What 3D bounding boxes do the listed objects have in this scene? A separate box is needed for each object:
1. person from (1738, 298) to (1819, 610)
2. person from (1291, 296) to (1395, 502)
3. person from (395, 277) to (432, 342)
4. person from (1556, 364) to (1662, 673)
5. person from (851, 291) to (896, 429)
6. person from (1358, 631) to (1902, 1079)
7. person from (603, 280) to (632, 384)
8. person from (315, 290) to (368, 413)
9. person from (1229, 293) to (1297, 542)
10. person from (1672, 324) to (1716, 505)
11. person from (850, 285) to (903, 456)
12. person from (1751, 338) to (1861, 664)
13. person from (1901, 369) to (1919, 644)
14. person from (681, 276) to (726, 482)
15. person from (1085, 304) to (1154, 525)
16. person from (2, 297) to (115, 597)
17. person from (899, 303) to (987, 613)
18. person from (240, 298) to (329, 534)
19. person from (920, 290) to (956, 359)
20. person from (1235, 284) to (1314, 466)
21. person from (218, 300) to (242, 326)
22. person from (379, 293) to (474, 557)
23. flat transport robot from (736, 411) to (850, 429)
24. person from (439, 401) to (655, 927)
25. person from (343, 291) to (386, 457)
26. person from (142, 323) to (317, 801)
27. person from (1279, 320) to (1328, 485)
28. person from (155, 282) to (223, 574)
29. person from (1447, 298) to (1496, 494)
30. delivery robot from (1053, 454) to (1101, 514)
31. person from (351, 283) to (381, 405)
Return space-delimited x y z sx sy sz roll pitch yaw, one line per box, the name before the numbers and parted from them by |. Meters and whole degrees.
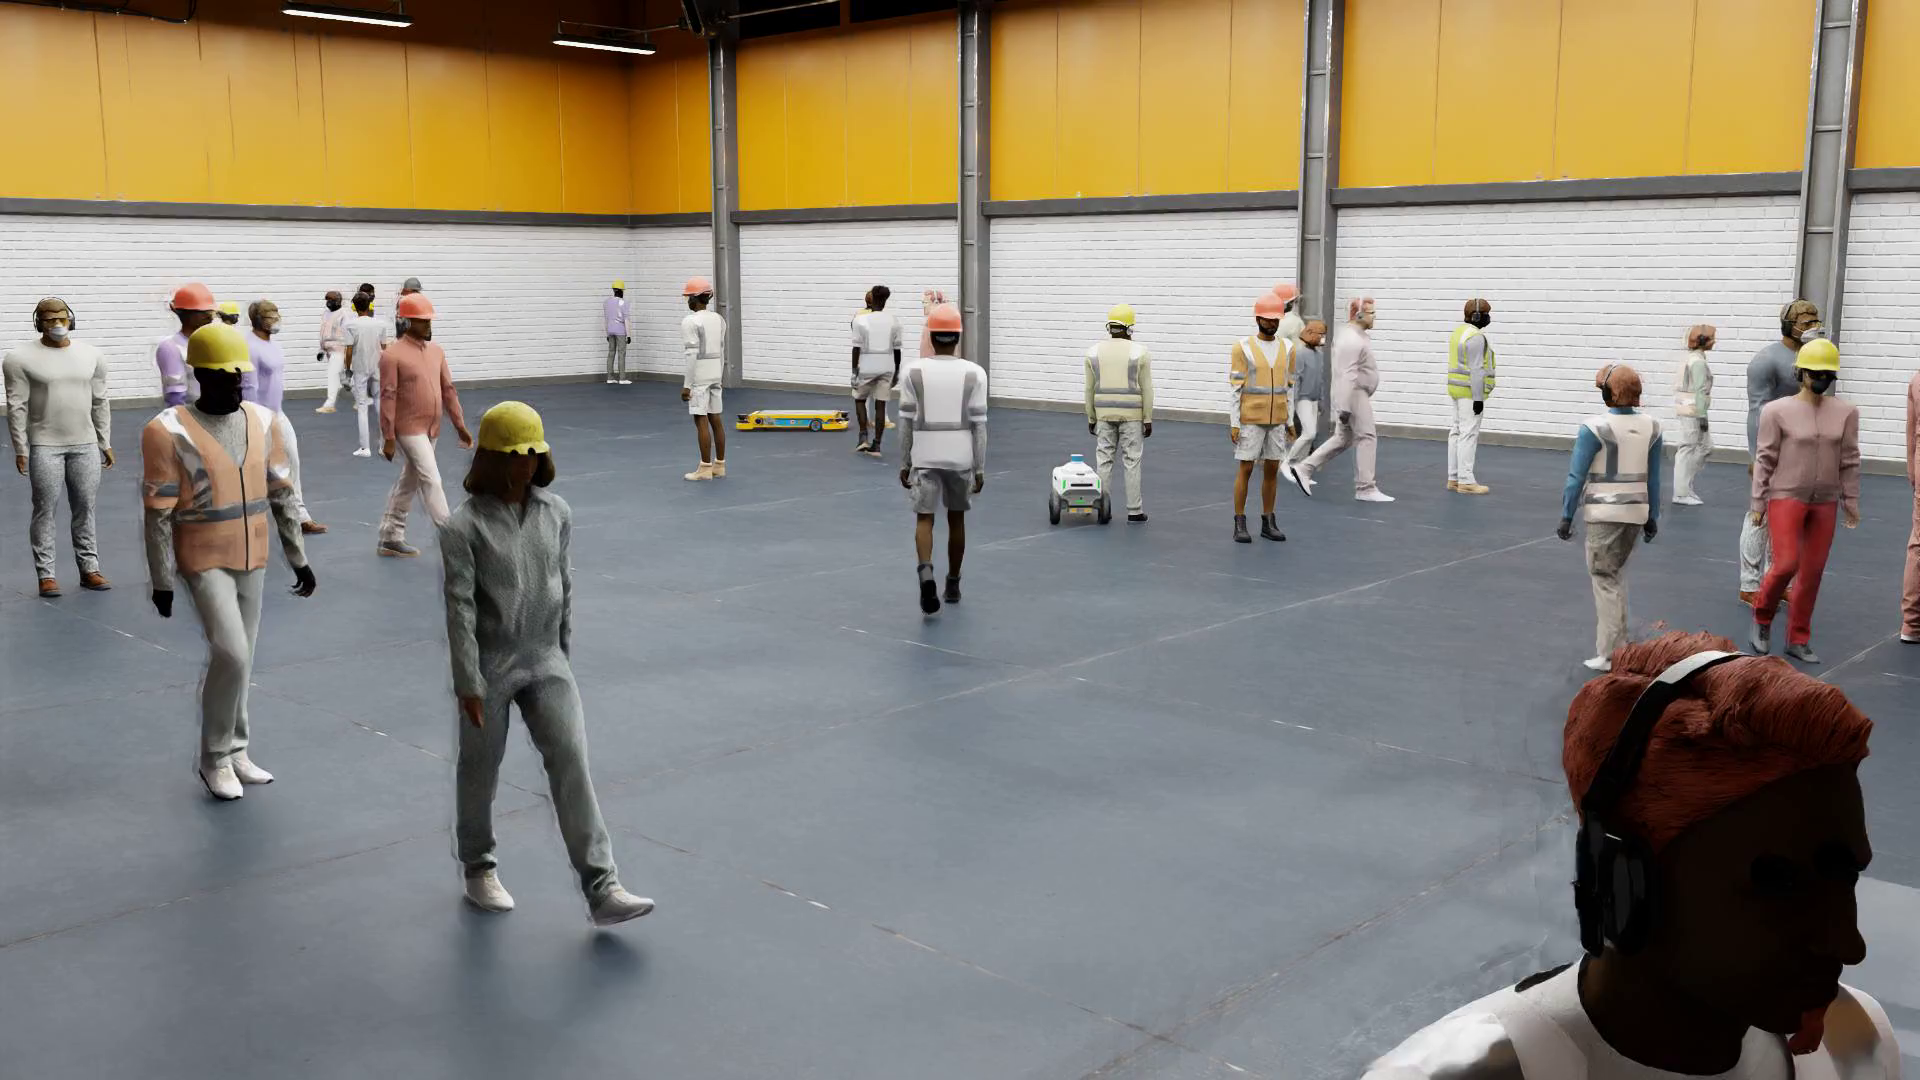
person | 5.142 -0.529 10.368 0.636 1.938 0.355 -5 11 -28
person | 3.518 -1.283 15.203 0.866 1.879 0.655 1 9 8
person | -8.825 -3.241 26.683 0.988 2.000 0.688 -8 12 -41
person | 3.404 -0.111 8.784 0.517 1.623 0.496 -4 10 -22
person | -1.132 -2.396 22.112 0.620 1.845 0.429 6 11 34
person | 0.599 0.994 1.336 0.608 1.831 0.965 -5 11 -29
person | -6.298 -3.827 30.670 0.581 1.918 0.405 5 11 28
person | -9.228 -2.808 24.744 0.625 1.812 0.901 8 12 40
person | 2.362 -0.939 12.894 0.551 1.932 0.378 -2 10 -15
person | 6.601 -1.113 14.885 0.395 1.622 0.544 3 10 19
person | -0.968 -1.921 18.897 0.636 1.933 0.525 -3 10 -19
person | 4.549 -0.199 8.919 0.527 1.758 0.362 -1 9 -3
person | 5.528 -0.322 9.207 0.399 1.905 0.642 -1 9 -7
person | -2.587 -1.600 16.615 0.397 2.043 0.609 5 10 27
person | 1.332 -1.037 13.805 0.586 1.833 0.403 4 10 23
person | -5.852 -0.609 10.861 0.371 1.939 0.629 9 13 43
person | -0.108 -0.502 10.294 0.551 1.916 0.803 0 9 -1
person | -5.613 -0.963 13.186 0.982 1.903 0.642 0 9 3
person | -0.179 -1.881 18.812 0.611 1.888 0.658 -3 10 -20
person | 3.348 -1.713 17.569 1.027 1.945 0.637 5 11 29
person | -8.828 -2.007 20.002 0.529 1.747 0.690 6 11 33
person | -3.865 -0.799 12.044 1.022 1.941 0.621 3 10 18
flat transport robot | -2.197 -1.591 21.977 1.431 0.197 0.652 0 9 1
person | -1.368 0.415 5.279 0.882 1.695 0.512 9 13 42
person | -6.724 -1.875 18.845 0.532 1.865 0.311 -8 12 -41
person | -2.929 0.087 6.701 0.546 1.908 0.607 4 10 25
person | 3.422 -1.341 16.308 0.341 1.616 0.521 7 12 39
person | -5.195 -0.747 11.436 0.650 2.019 0.621 2 9 12
person | 4.859 -1.368 15.806 0.430 1.843 0.626 0 9 0
delivery robot | 0.981 -0.477 13.995 0.477 0.478 0.707 -1 9 -3
person | -9.196 -3.052 25.971 0.709 1.889 0.609 -8 12 -41
